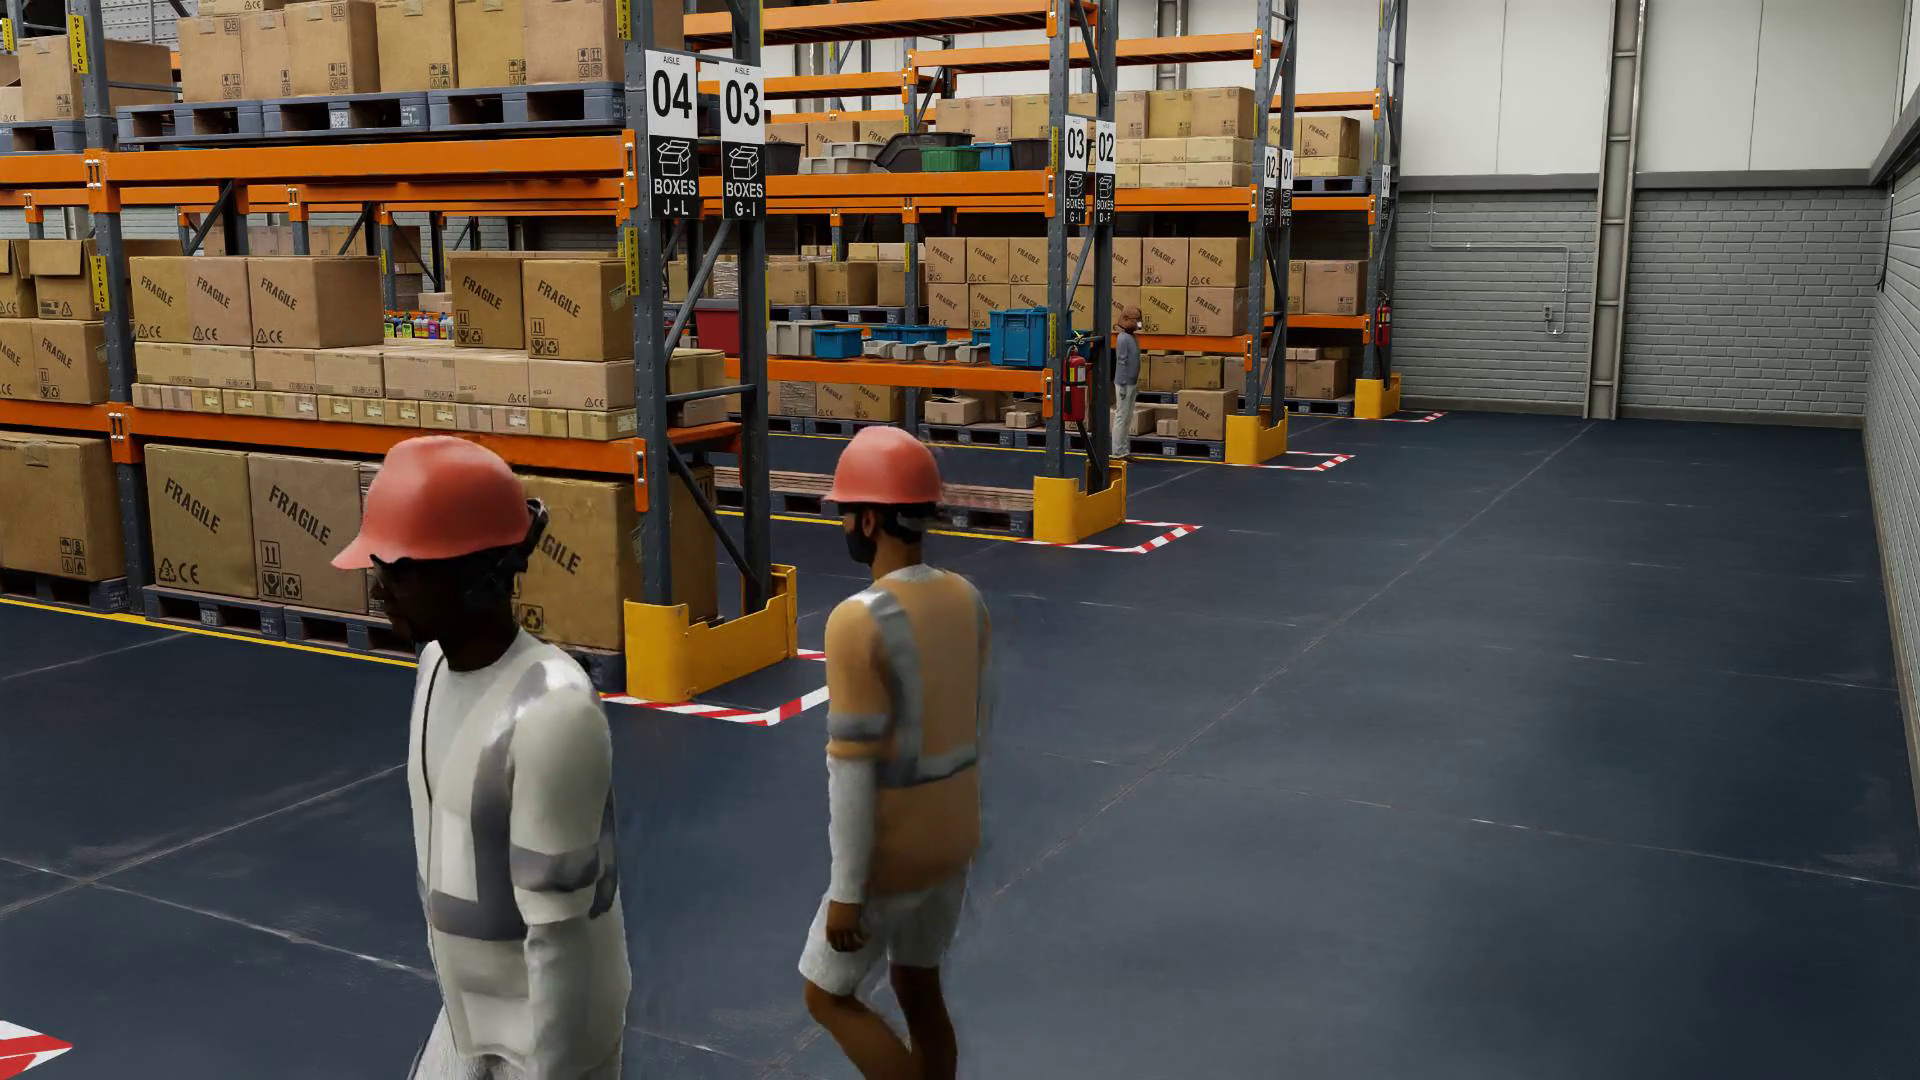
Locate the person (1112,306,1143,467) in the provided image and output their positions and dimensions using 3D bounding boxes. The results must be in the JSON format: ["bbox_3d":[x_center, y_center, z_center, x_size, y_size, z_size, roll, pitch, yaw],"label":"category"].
[{"bbox_3d":[1.724,-1.578,17.057,0.266,1.631,0.507,4,11,21],"label":"person"}]

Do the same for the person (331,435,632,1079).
[{"bbox_3d":[-0.798,0.824,2.880,0.443,2.025,0.617,-8,13,-39],"label":"person"}]

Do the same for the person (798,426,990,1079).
[{"bbox_3d":[-0.138,0.696,3.874,0.457,1.917,0.566,7,12,32],"label":"person"}]

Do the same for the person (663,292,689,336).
[{"bbox_3d":[-4.036,-3.023,24.149,0.955,1.936,0.614,8,13,37],"label":"person"}]
